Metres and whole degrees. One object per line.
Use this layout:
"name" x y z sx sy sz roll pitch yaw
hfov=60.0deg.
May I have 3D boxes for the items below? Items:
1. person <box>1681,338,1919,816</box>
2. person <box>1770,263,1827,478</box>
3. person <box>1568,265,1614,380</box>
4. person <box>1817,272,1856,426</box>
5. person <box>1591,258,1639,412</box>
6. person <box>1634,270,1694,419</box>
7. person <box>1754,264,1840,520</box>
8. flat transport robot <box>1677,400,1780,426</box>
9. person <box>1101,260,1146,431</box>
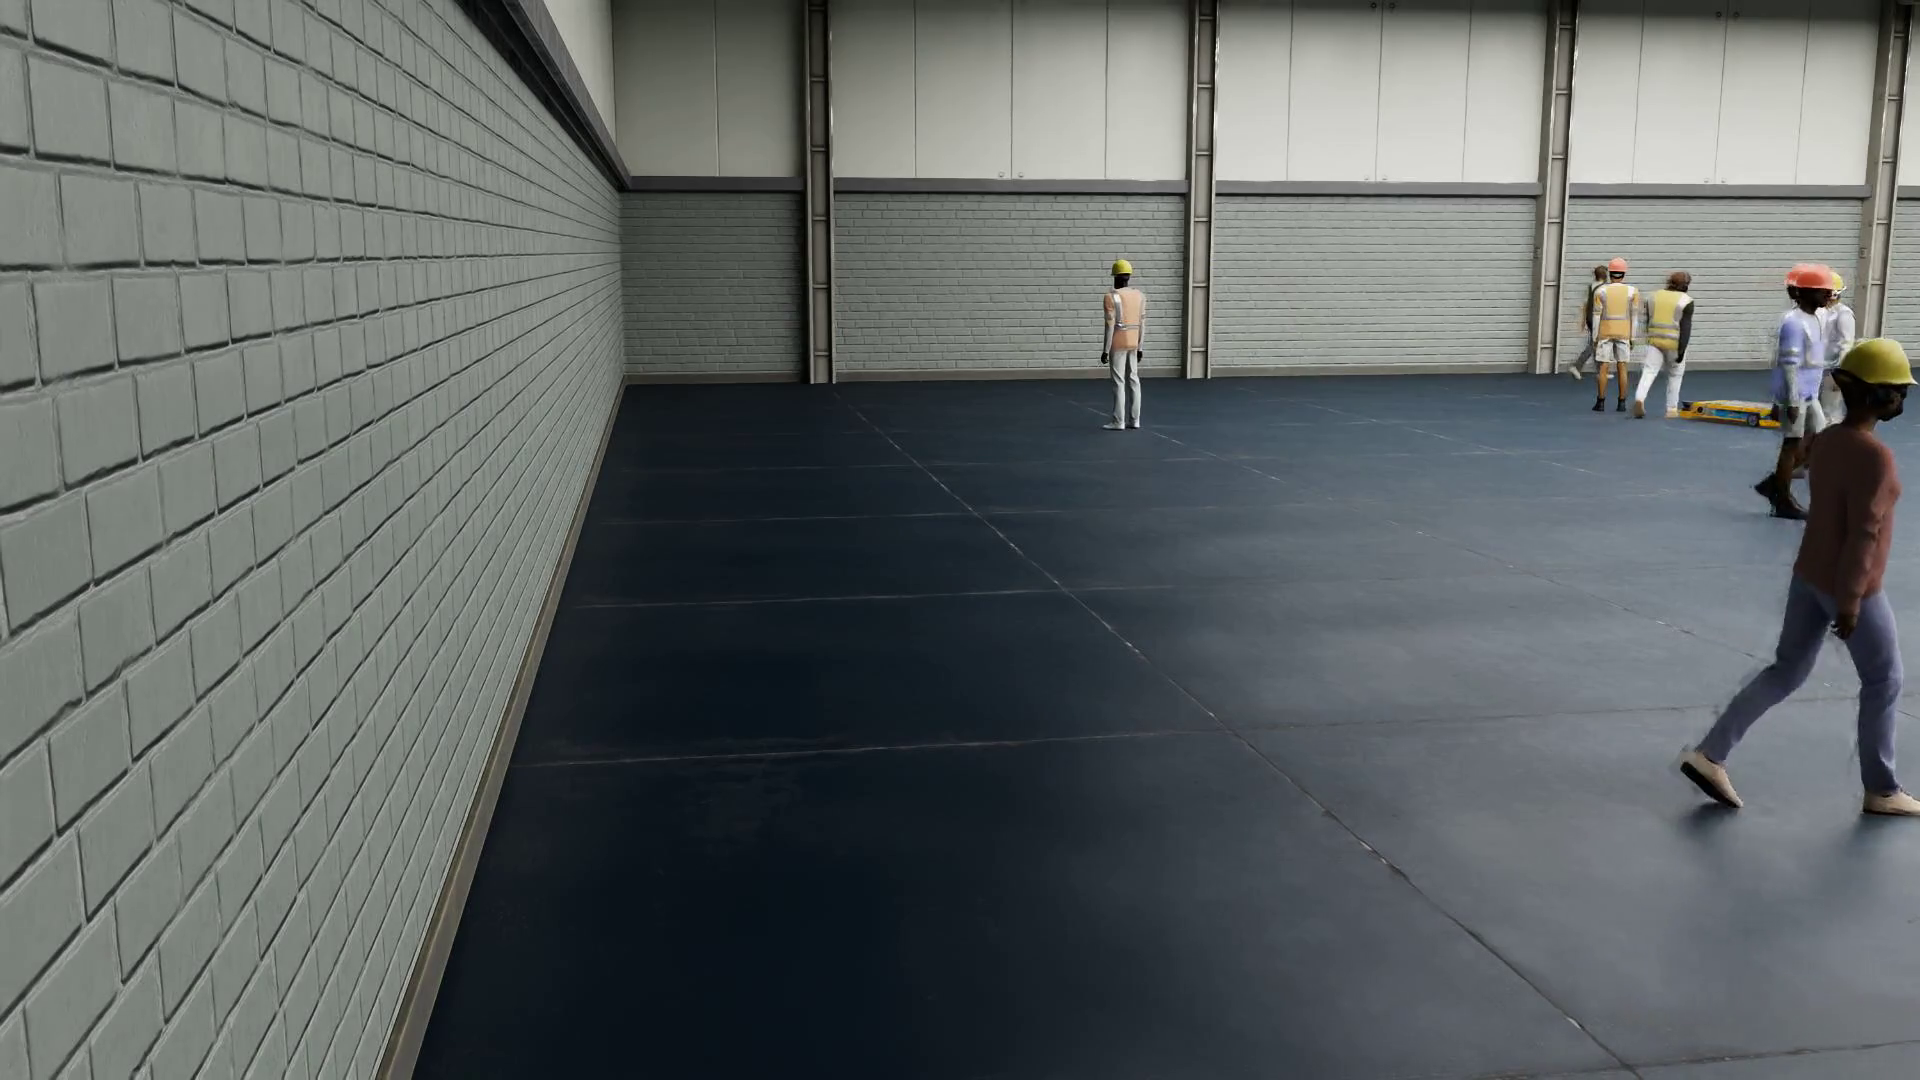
"person" 3.068 0.145 5.927 0.868 1.731 0.525 0 10 1
"person" 7.503 -1.494 14.809 0.492 1.924 0.551 0 10 -2
"person" 9.977 -3.413 26.179 0.885 1.816 0.508 -3 10 -17
"person" 8.088 -1.590 15.589 0.404 1.834 0.591 -1 10 -5
"person" 8.267 -2.589 21.043 0.542 1.938 0.358 2 10 13
"person" 8.494 -2.348 20.062 0.888 1.807 0.618 -8 13 -40
"person" 6.333 -1.101 12.513 0.415 1.924 0.576 9 14 43
"flat transport robot" 9.263 -1.499 19.563 0.652 0.197 1.431 -5 11 -27
"person" 1.833 -2.204 18.858 0.592 1.925 0.385 -7 12 -35
